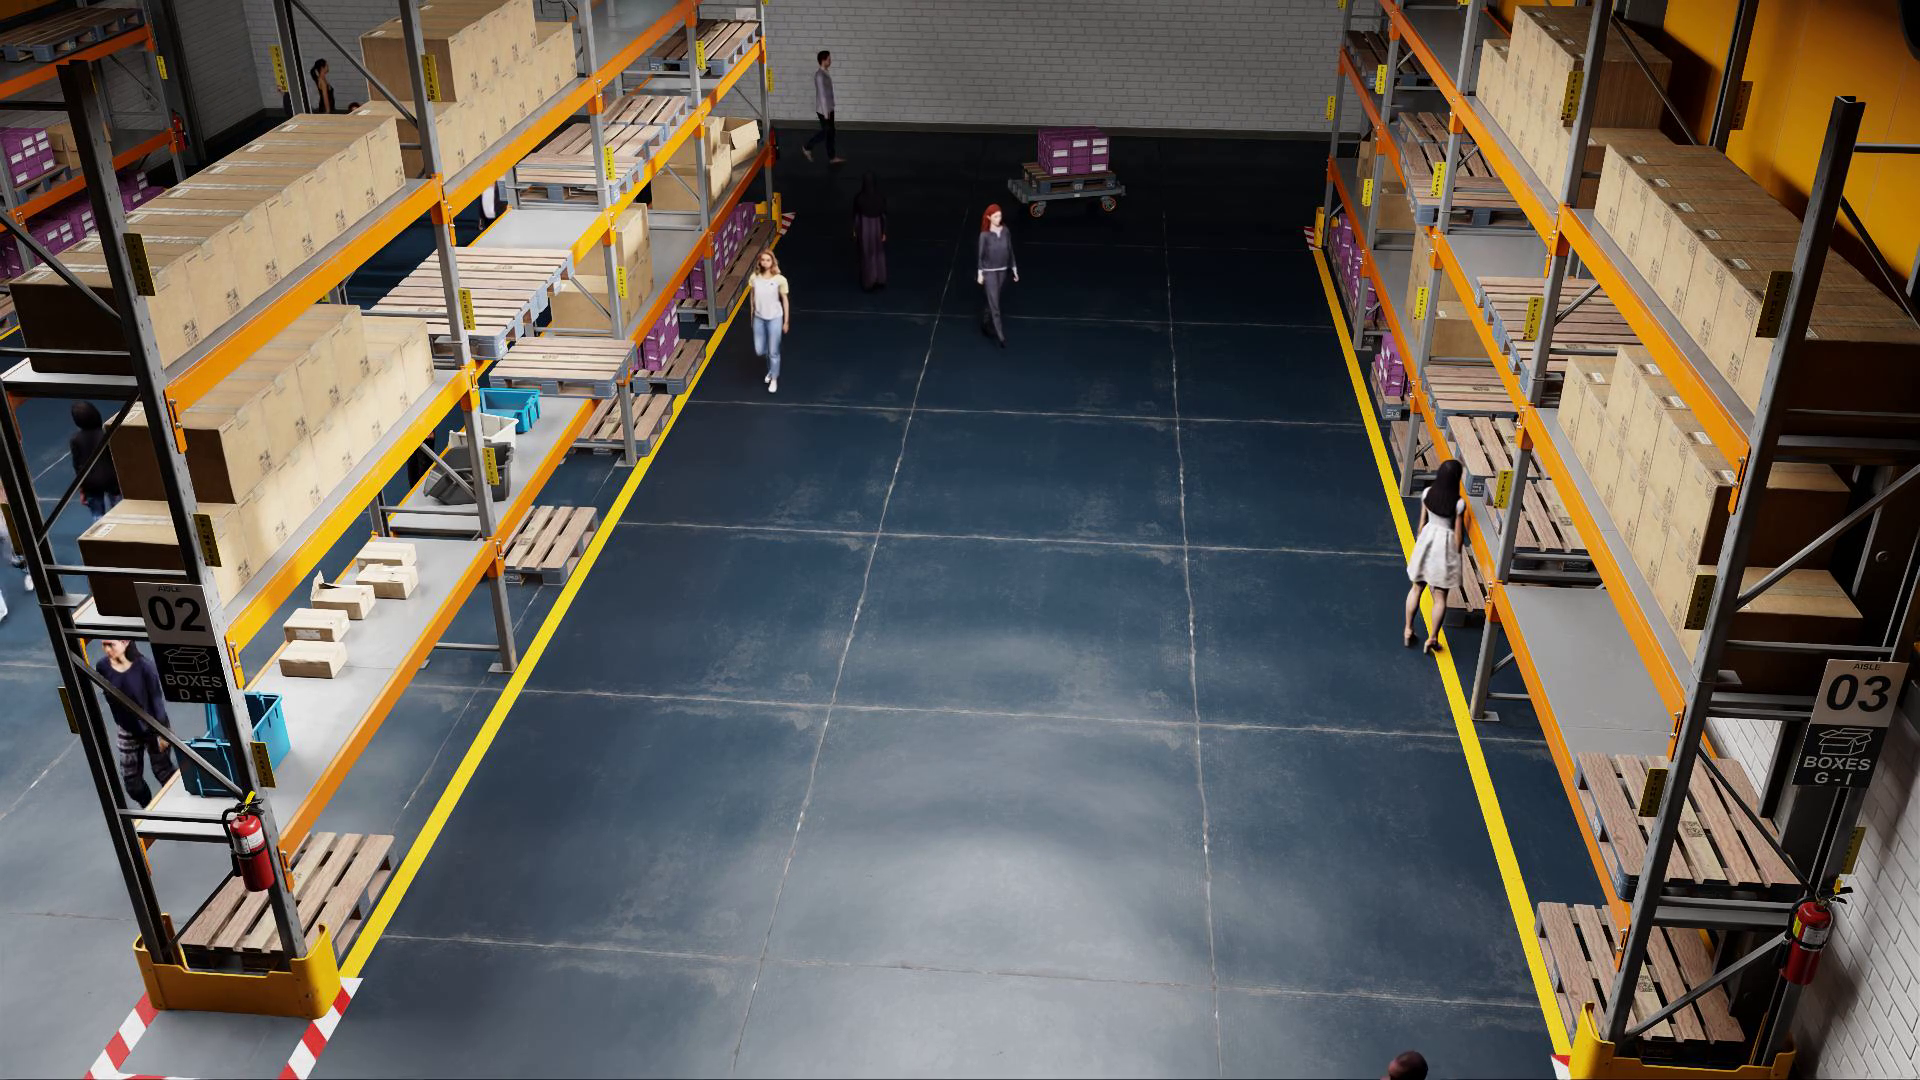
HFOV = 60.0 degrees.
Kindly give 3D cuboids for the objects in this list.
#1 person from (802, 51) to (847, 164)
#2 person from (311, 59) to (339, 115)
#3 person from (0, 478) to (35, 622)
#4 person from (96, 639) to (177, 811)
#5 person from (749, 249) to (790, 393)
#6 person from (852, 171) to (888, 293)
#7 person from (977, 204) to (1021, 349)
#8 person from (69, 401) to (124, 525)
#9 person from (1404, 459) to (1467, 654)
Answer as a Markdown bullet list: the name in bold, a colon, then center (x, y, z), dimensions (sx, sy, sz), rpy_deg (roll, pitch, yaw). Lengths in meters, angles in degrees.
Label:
- **person**: center (-2.284, -7.073, 27.277), dimensions (0.730, 1.837, 0.855), rpy_deg (2, 29, 4)
- **person**: center (-10.424, -6.969, 27.209), dimensions (0.773, 1.719, 0.710), rpy_deg (-18, 34, -30)
- **person**: center (-8.573, -0.207, 14.697), dimensions (0.873, 1.830, 1.155), rpy_deg (-5, 29, -9)
- **person**: center (-5.888, 1.292, 12.062), dimensions (0.629, 1.723, 0.652), rpy_deg (0, 29, 0)
- **person**: center (-2.169, -2.547, 19.110), dimensions (0.666, 1.713, 0.687), rpy_deg (5, 29, 10)
- **person**: center (-1.203, -4.057, 21.987), dimensions (0.681, 1.608, 0.802), rpy_deg (-2, 29, -5)
- **person**: center (0.378, -3.272, 20.410), dimensions (0.996, 1.739, 1.139), rpy_deg (-17, 33, -28)
- **person**: center (-7.892, -0.464, 15.307), dimensions (0.749, 1.697, 0.773), rpy_deg (-11, 31, -19)
- **person**: center (4.053, 0.129, 14.145), dimensions (0.785, 1.769, 0.824), rpy_deg (23, 36, 36)
